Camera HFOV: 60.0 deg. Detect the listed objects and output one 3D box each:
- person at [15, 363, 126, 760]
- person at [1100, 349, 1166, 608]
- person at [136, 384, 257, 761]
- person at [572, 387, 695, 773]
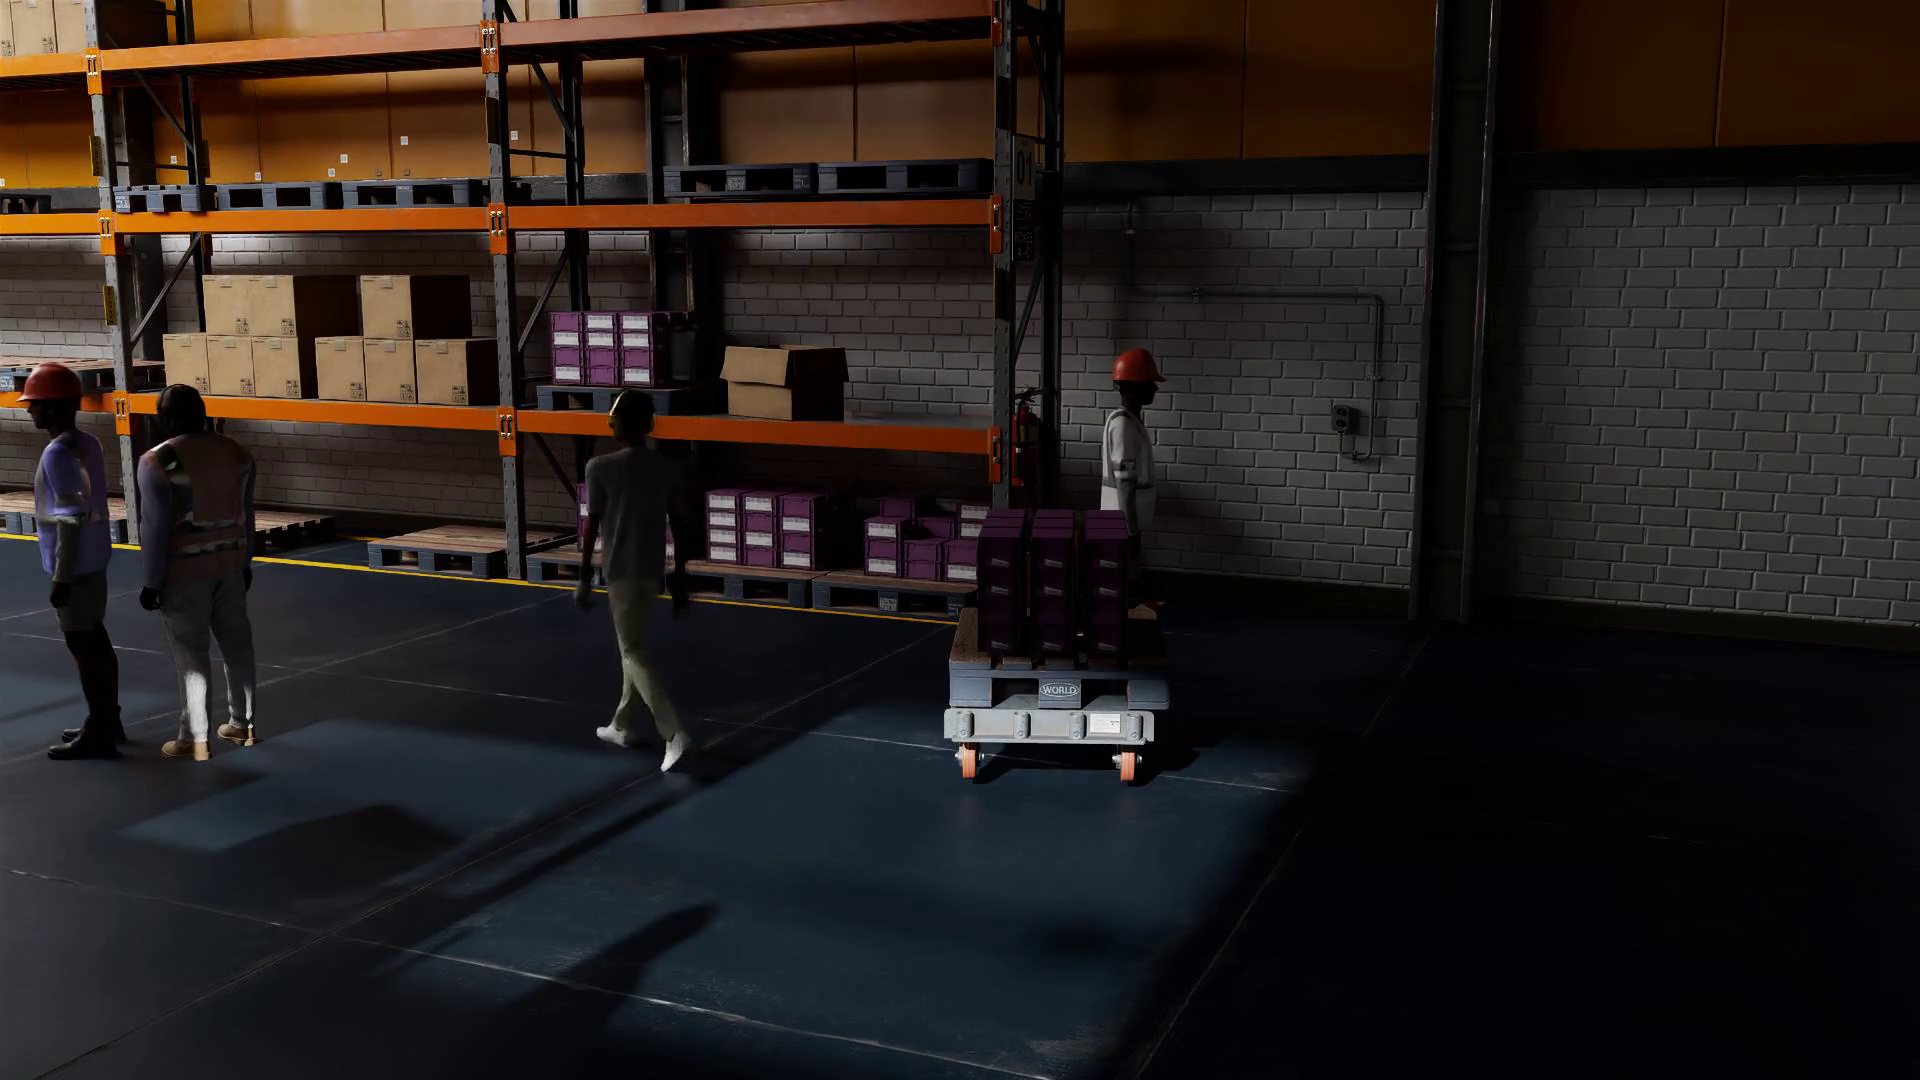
[{"bbox_3d":[-4.363,0.105,8.150,0.362,1.935,0.553,-2,10,-14],"label":"person"},{"bbox_3d":[0.978,-0.117,9.480,0.360,1.939,0.543,1,10,4],"label":"person"},{"bbox_3d":[-3.740,0.156,8.153,0.430,1.838,0.620,5,11,28],"label":"person"},{"bbox_3d":[-1.548,0.180,8.033,0.514,1.840,0.932,-9,13,-42],"label":"person"}]
